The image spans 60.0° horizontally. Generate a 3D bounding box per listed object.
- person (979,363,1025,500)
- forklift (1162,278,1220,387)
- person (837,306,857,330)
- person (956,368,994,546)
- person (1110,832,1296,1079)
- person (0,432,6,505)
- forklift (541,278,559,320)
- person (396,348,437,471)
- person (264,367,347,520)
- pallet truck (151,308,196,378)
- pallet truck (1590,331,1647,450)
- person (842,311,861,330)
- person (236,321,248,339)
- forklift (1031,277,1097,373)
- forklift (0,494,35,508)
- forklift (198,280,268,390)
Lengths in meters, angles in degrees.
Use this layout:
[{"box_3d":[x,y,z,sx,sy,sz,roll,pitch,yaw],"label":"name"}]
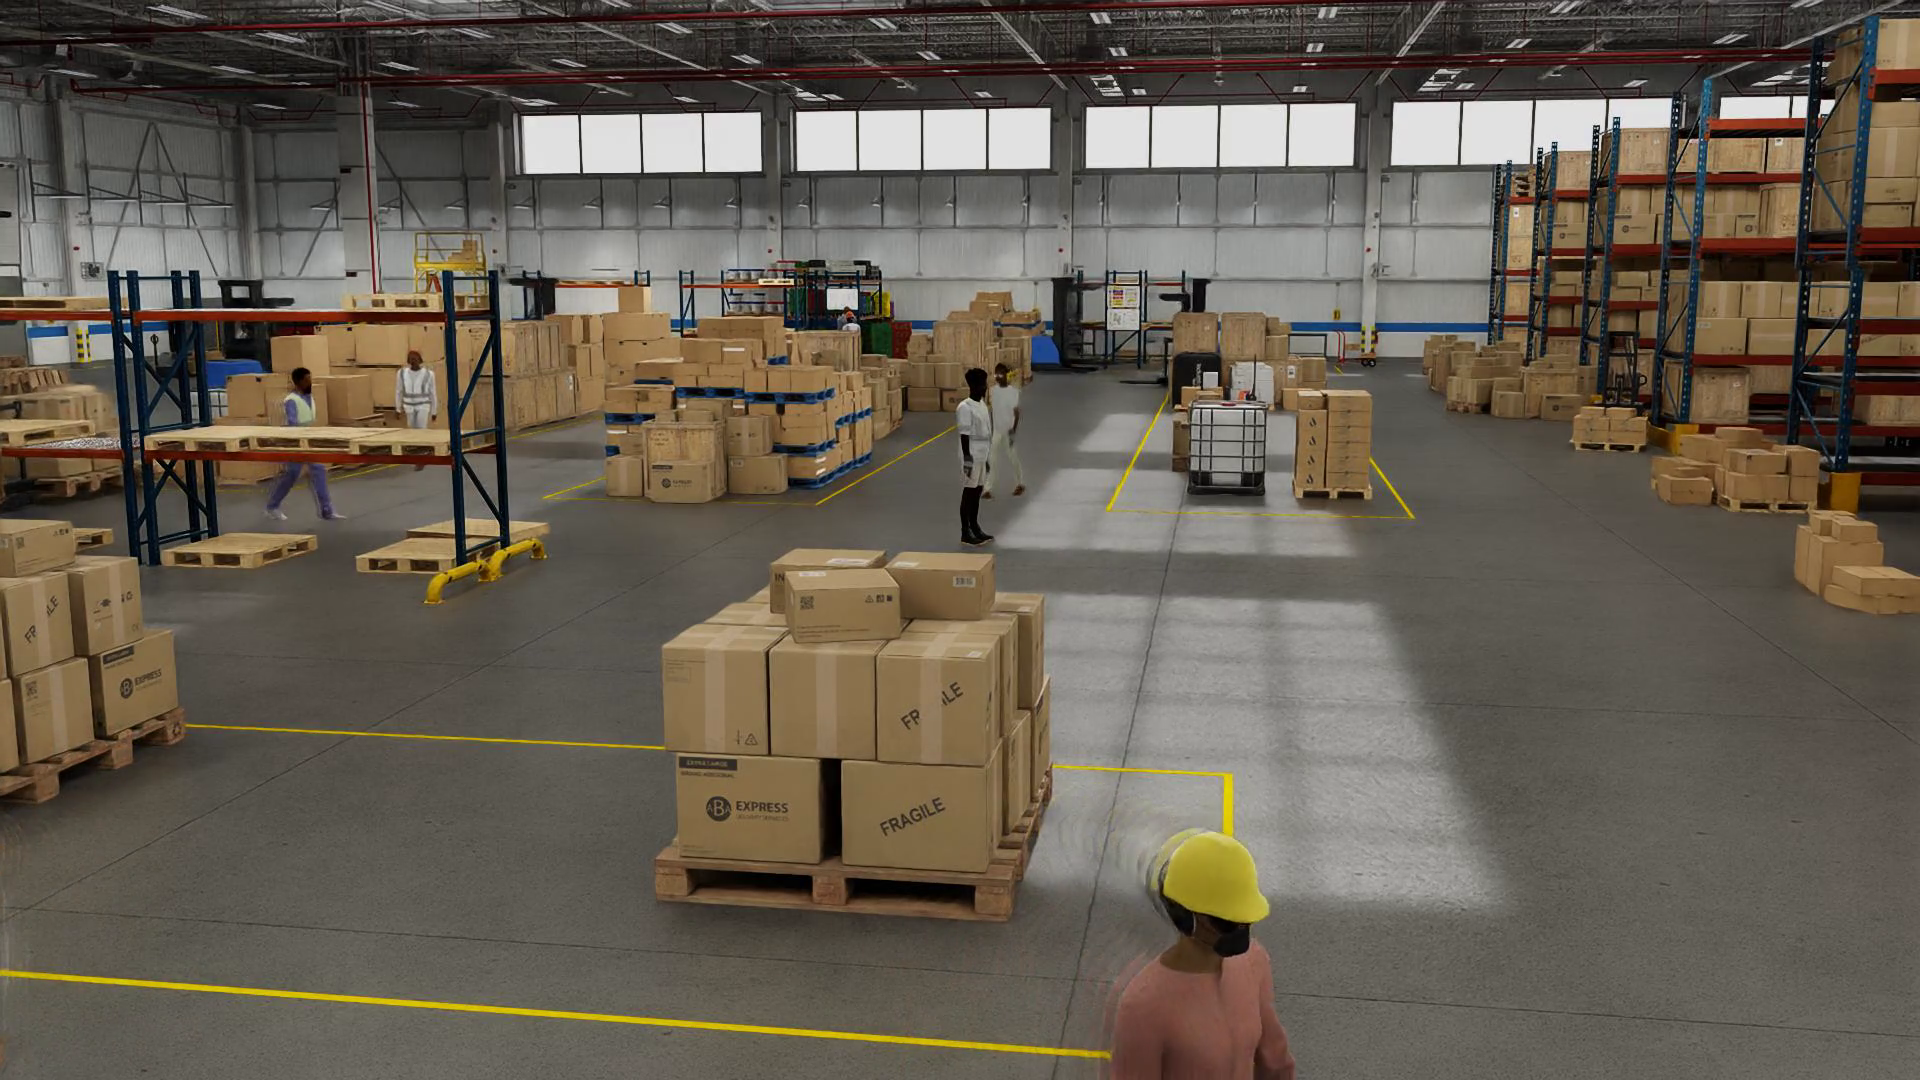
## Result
[{"box_3d":[0.580,-1.448,22.134,0.530,1.824,0.997,6,11,32],"label":"person"},{"box_3d":[6.227,-5.396,43.193,1.873,2.768,1.129,1,9,7],"label":"forklift"},{"box_3d":[-3.484,-6.252,51.367,0.635,1.937,0.355,-3,10,-18],"label":"person"},{"box_3d":[0.171,-0.922,18.410,0.367,1.966,0.606,4,10,21],"label":"person"},{"box_3d":[0.618,1.534,4.014,0.895,1.719,0.539,9,13,43],"label":"person"},{"box_3d":[-9.594,-0.505,16.213,0.507,1.846,0.343,-5,11,-29],"label":"person"},{"box_3d":[-11.088,-5.701,45.073,1.873,2.768,1.129,-3,10,-17],"label":"forklift"},{"box_3d":[-8.301,-2.012,25.500,0.578,1.856,0.841,0,9,1],"label":"person"},{"box_3d":[-8.010,-1.155,20.124,0.960,1.885,0.602,1,9,5],"label":"person"},{"box_3d":[-21.869,-5.598,47.154,0.823,1.965,1.885,4,10,26],"label":"pallet truck"},{"box_3d":[11.253,-2.573,28.499,0.823,1.965,1.885,5,10,27],"label":"pallet truck"},{"box_3d":[-2.964,-5.235,45.150,0.542,1.928,0.399,-6,11,-34],"label":"person"},{"box_3d":[-19.938,-5.252,46.144,0.517,1.634,0.311,4,10,25],"label":"person"},{"box_3d":[3.004,-6.368,49.189,1.873,2.768,1.129,4,10,24],"label":"forklift"},{"box_3d":[-12.546,-1.689,20.333,1.129,2.768,1.873,1,9,5],"label":"forklift"},{"box_3d":[-15.586,-4.263,36.205,1.129,2.768,1.873,3,10,19],"label":"forklift"}]
